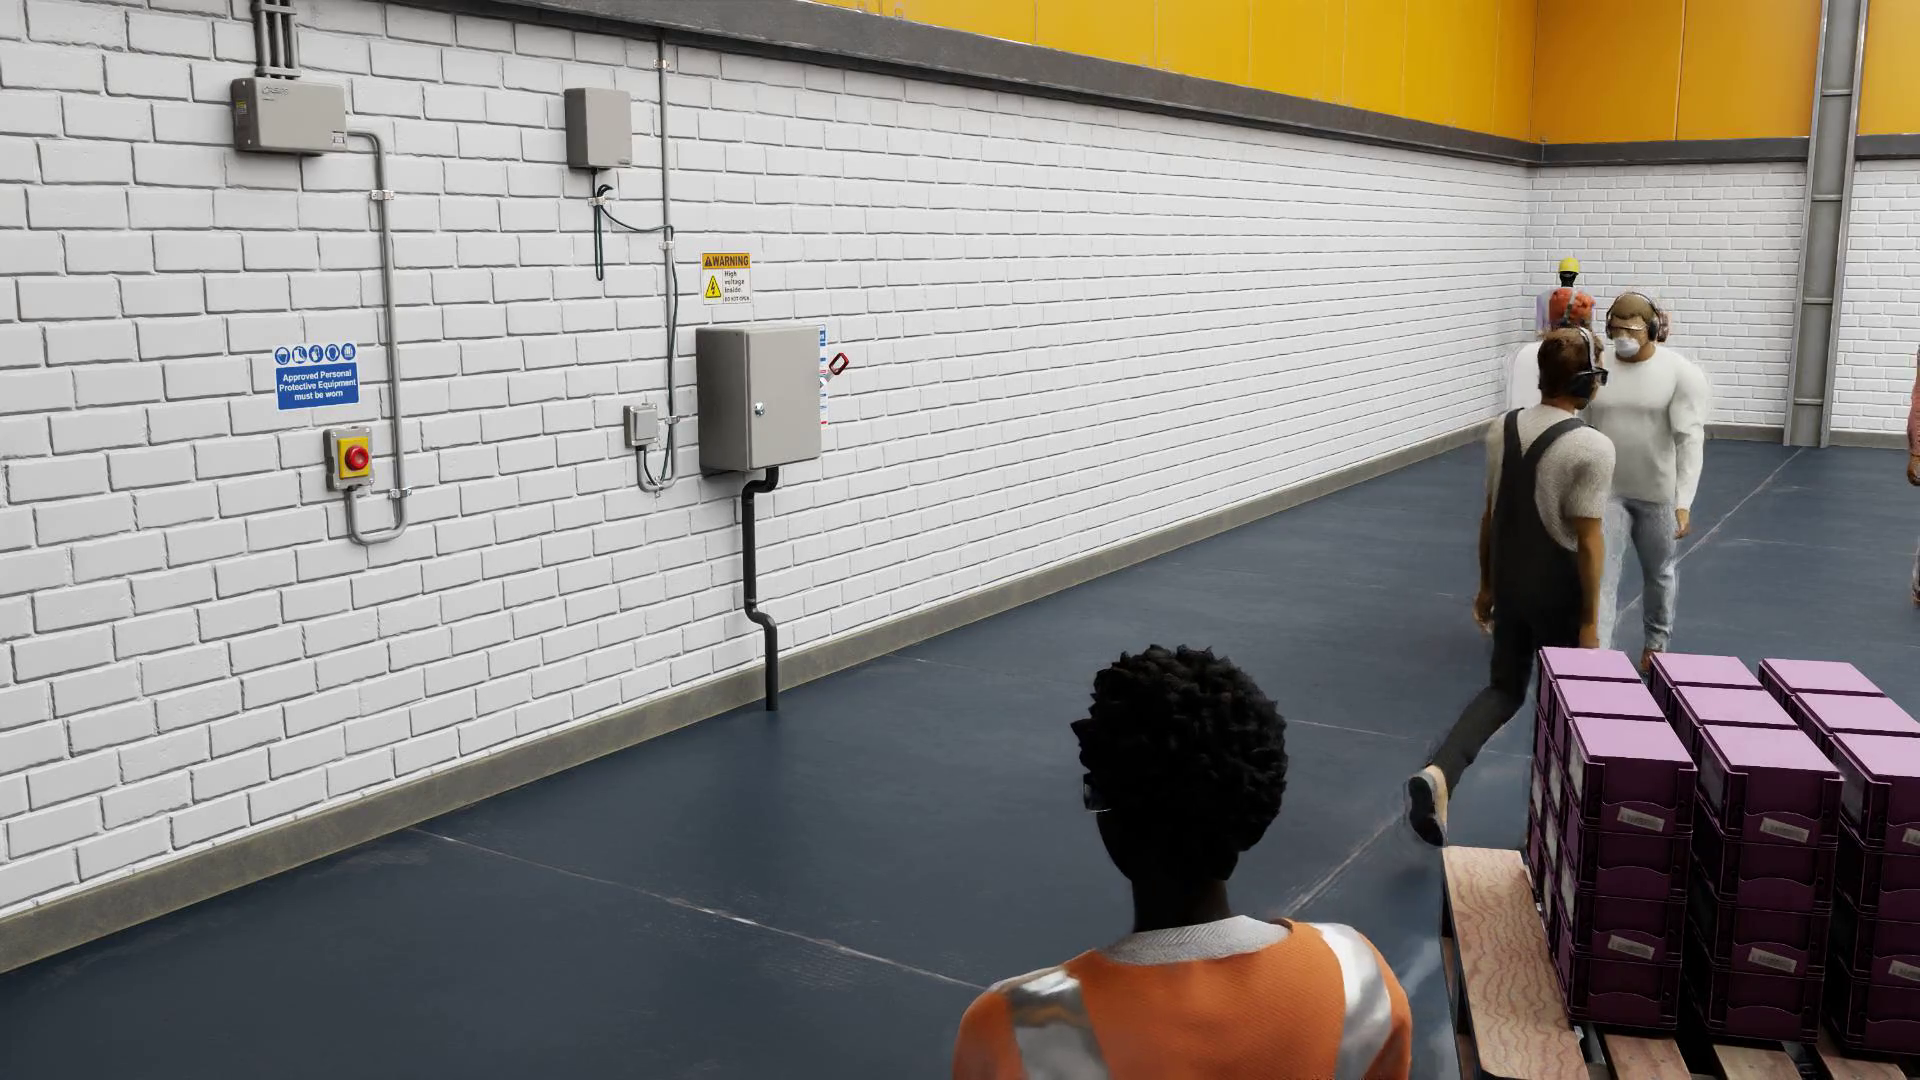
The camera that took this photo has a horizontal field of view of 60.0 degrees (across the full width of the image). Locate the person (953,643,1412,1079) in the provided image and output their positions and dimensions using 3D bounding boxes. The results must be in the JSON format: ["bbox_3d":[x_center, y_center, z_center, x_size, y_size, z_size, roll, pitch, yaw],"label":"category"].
[{"bbox_3d":[0.233,0.949,1.792,0.536,1.688,0.323,-4,11,-22],"label":"person"}]

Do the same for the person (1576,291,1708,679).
[{"bbox_3d":[3.131,-0.207,7.721,0.647,1.881,1.064,8,13,38],"label":"person"}]

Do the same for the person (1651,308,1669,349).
[{"bbox_3d":[5.139,-0.984,12.768,0.797,1.588,0.484,0,10,-1],"label":"person"}]

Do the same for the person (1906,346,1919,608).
[{"bbox_3d":[5.535,-0.508,9.129,0.640,1.942,1.005,5,11,24],"label":"person"}]

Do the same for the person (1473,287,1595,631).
[{"bbox_3d":[2.941,-0.360,8.547,0.587,1.870,0.609,-4,11,-22],"label":"person"}]

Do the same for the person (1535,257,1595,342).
[{"bbox_3d":[6.353,-2.008,17.536,0.582,1.918,0.388,3,11,18],"label":"person"}]

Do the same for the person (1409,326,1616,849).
[{"bbox_3d":[1.880,0.202,5.559,0.713,1.821,0.544,-6,12,-30],"label":"person"}]
